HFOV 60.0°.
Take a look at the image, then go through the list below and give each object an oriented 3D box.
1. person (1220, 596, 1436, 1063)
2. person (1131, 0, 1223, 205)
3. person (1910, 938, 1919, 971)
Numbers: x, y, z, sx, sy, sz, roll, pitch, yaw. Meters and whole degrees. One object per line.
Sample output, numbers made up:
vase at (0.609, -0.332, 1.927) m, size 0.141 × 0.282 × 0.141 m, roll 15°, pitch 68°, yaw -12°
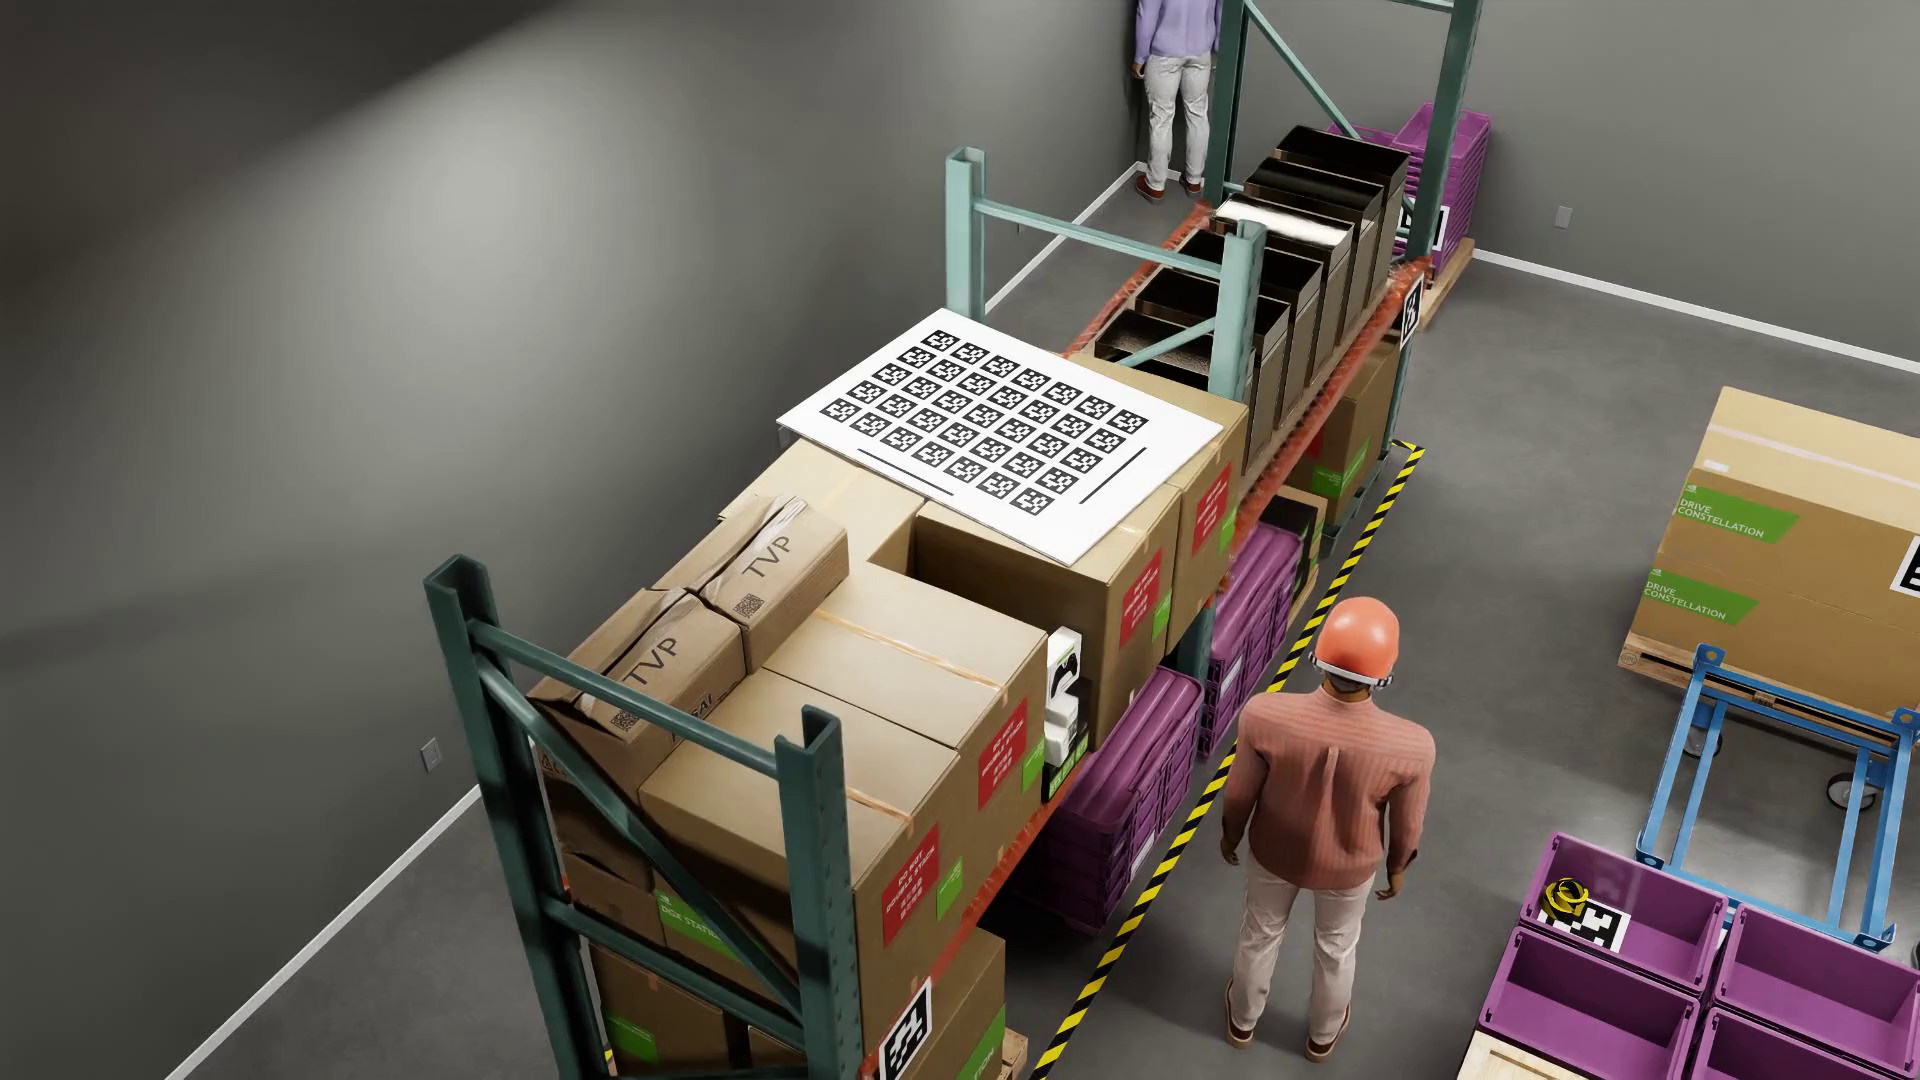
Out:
person at (1.154, 0.972, 5.395) m, size 0.623 × 1.992 × 0.397 m, roll 10°, pitch 41°, yaw 12°
person at (1.348, -2.991, 10.161) m, size 0.635 × 1.937 × 0.354 m, roll -11°, pitch 41°, yaw -12°
person at (3.702, 0.941, 5.555) m, size 0.587 × 1.835 × 0.404 m, roll 24°, pitch 46°, yaw 26°
